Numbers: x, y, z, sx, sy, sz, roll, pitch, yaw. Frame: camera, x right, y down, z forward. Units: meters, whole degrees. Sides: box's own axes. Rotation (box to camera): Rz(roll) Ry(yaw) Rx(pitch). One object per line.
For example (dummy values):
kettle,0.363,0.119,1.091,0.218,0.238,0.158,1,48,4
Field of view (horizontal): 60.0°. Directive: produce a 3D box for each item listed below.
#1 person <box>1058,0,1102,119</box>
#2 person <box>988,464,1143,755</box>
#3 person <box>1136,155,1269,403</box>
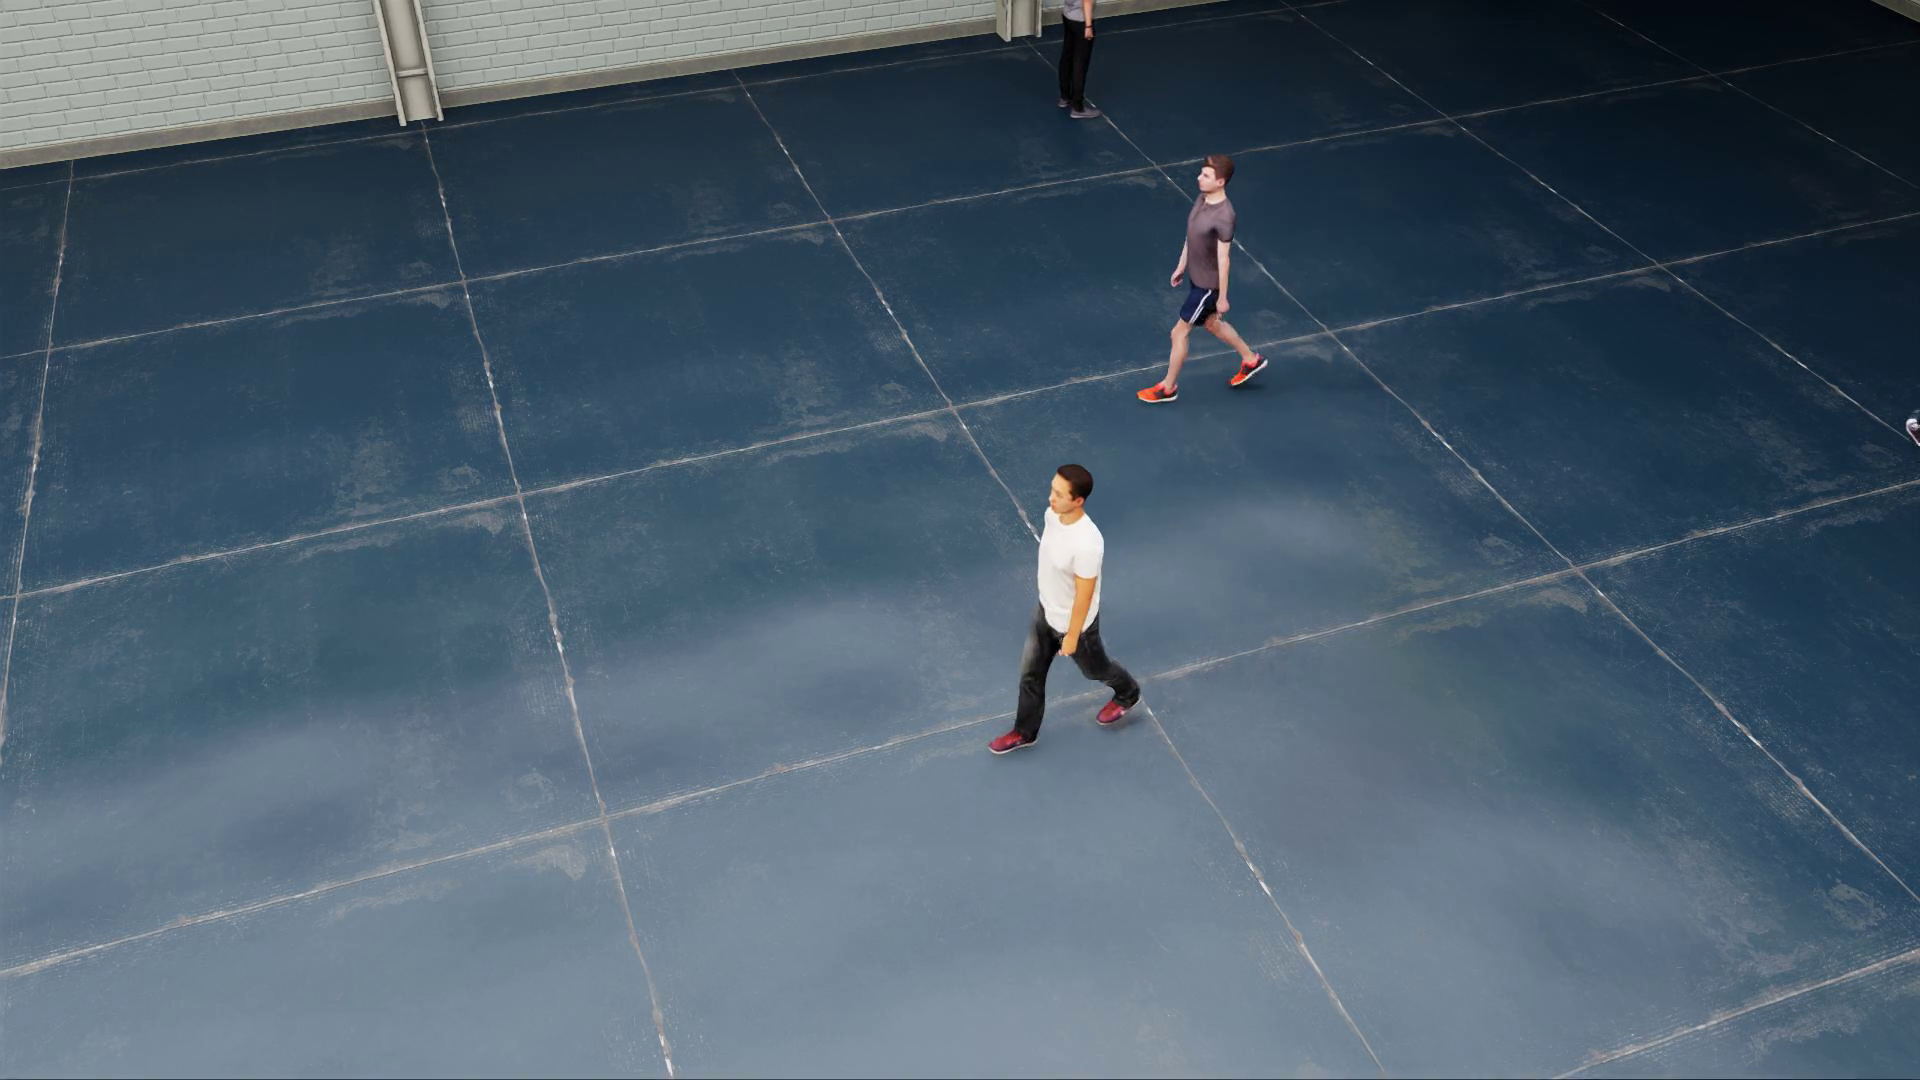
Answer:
person,1.075,-4.744,15.102,0.537,1.754,0.615,-12,40,-14
person,0.652,0.363,8.564,1.187,1.767,0.782,-19,42,-23
person,1.744,-1.747,11.222,1.239,1.816,0.812,-5,38,-6
